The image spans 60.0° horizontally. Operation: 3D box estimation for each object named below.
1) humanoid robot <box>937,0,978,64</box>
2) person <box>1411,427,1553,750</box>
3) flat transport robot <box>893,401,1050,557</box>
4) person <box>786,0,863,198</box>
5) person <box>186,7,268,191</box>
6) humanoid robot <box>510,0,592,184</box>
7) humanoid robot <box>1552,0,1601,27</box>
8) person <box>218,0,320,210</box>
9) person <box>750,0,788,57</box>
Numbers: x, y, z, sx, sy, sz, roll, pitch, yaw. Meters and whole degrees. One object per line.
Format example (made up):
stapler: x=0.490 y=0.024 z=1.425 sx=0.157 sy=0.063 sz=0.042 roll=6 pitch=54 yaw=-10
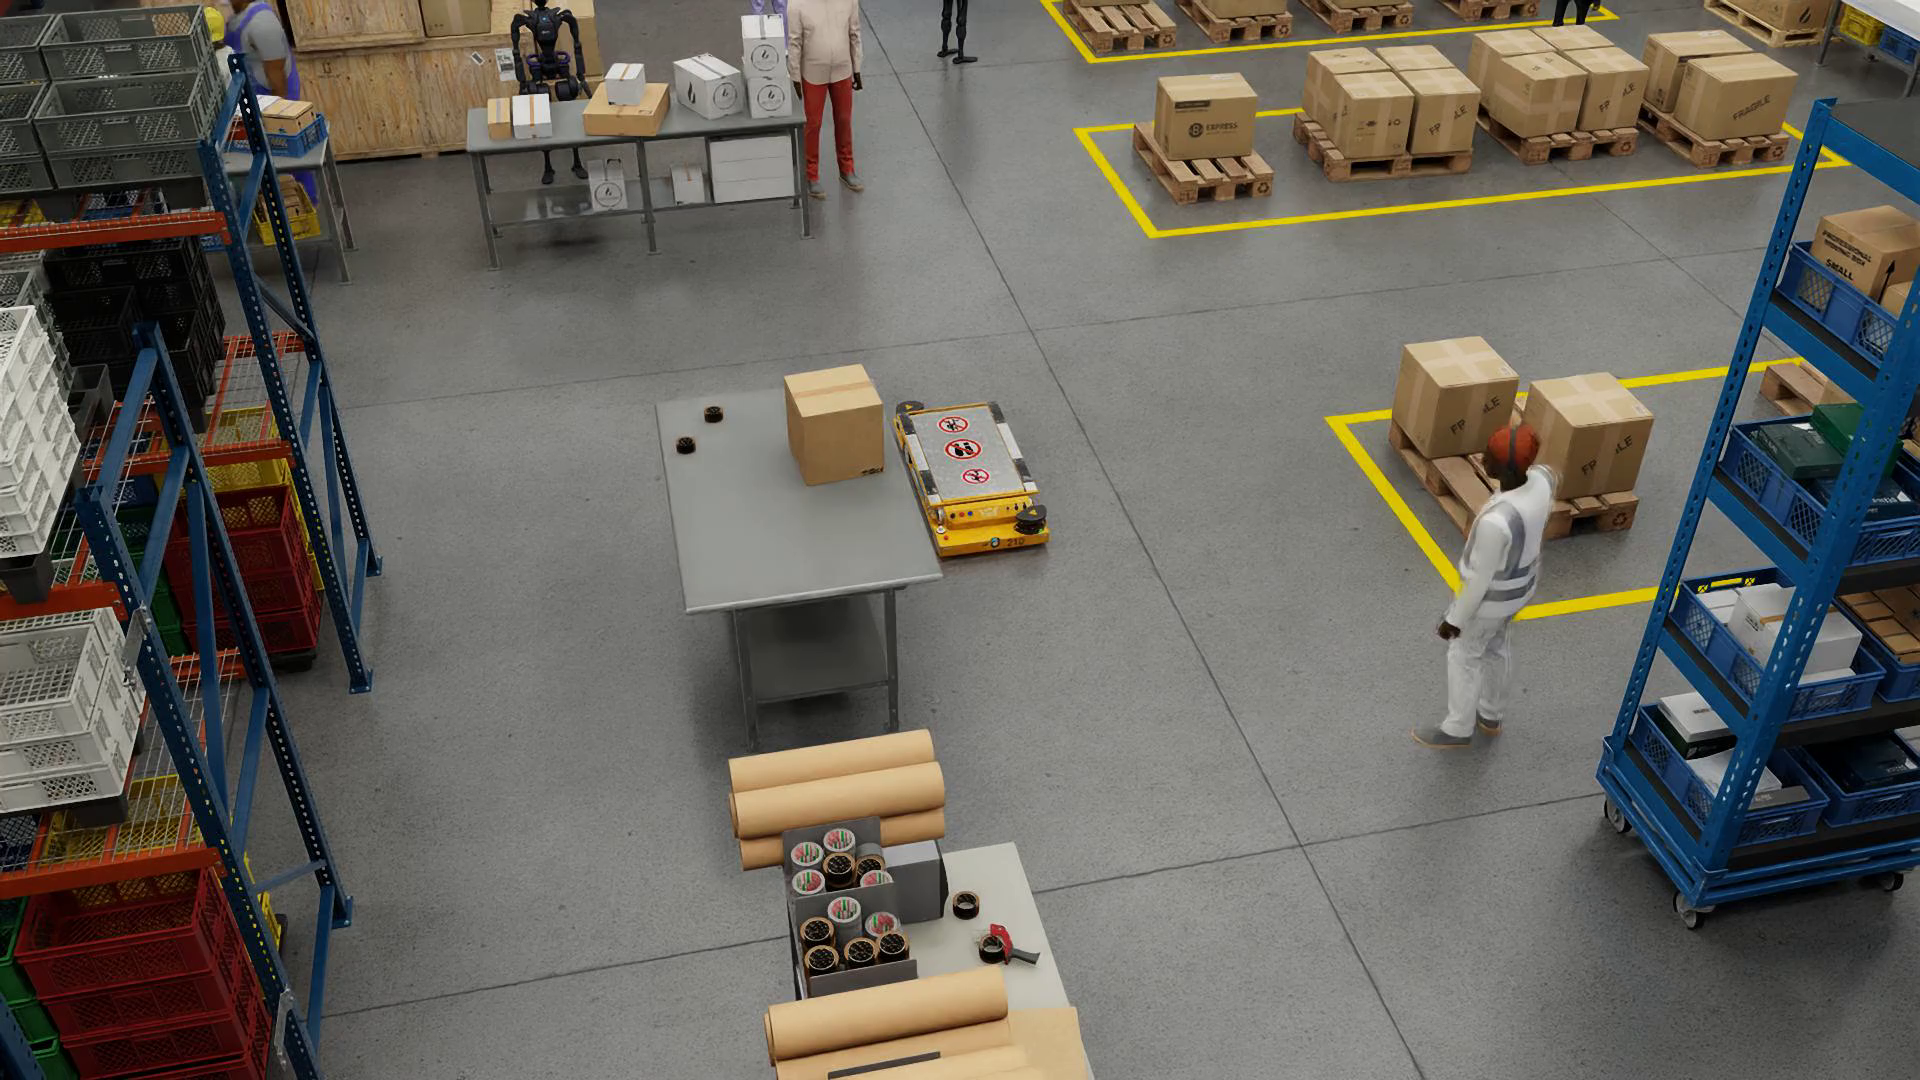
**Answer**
humanoid robot: x=-0.020 y=-5.316 z=15.507 sx=0.327 sy=1.657 sz=0.585 roll=-23 pitch=43 yaw=-28
person: x=2.528 y=0.245 z=7.894 sx=0.352 sy=1.868 sz=0.663 roll=26 pitch=44 yaw=30
flat transport robot: x=0.046 y=-0.430 z=10.108 sx=0.652 sy=0.197 sz=1.431 roll=-8 pitch=37 yaw=-10
person: x=-1.043 y=-3.661 z=13.037 sx=0.615 sy=1.985 sz=0.401 roll=-17 pitch=40 yaw=-21
person: x=-5.580 y=-3.225 z=12.684 sx=0.584 sy=1.701 sz=0.432 roll=13 pitch=38 yaw=16
humanoid robot: x=-3.261 y=-3.674 z=13.300 sx=0.589 sy=1.657 sz=0.327 roll=-12 pitch=38 yaw=-16
humanoid robot: x=5.655 y=-5.114 z=15.235 sx=0.312 sy=1.657 sz=0.608 roll=-26 pitch=44 yaw=-30
person: x=-5.321 y=-3.438 z=12.692 sx=0.535 sy=2.000 sz=0.697 roll=-21 pitch=41 yaw=-26
person: x=-1.854 y=-5.417 z=15.444 sx=0.585 sy=1.928 sz=0.366 roll=-20 pitch=41 yaw=-25
